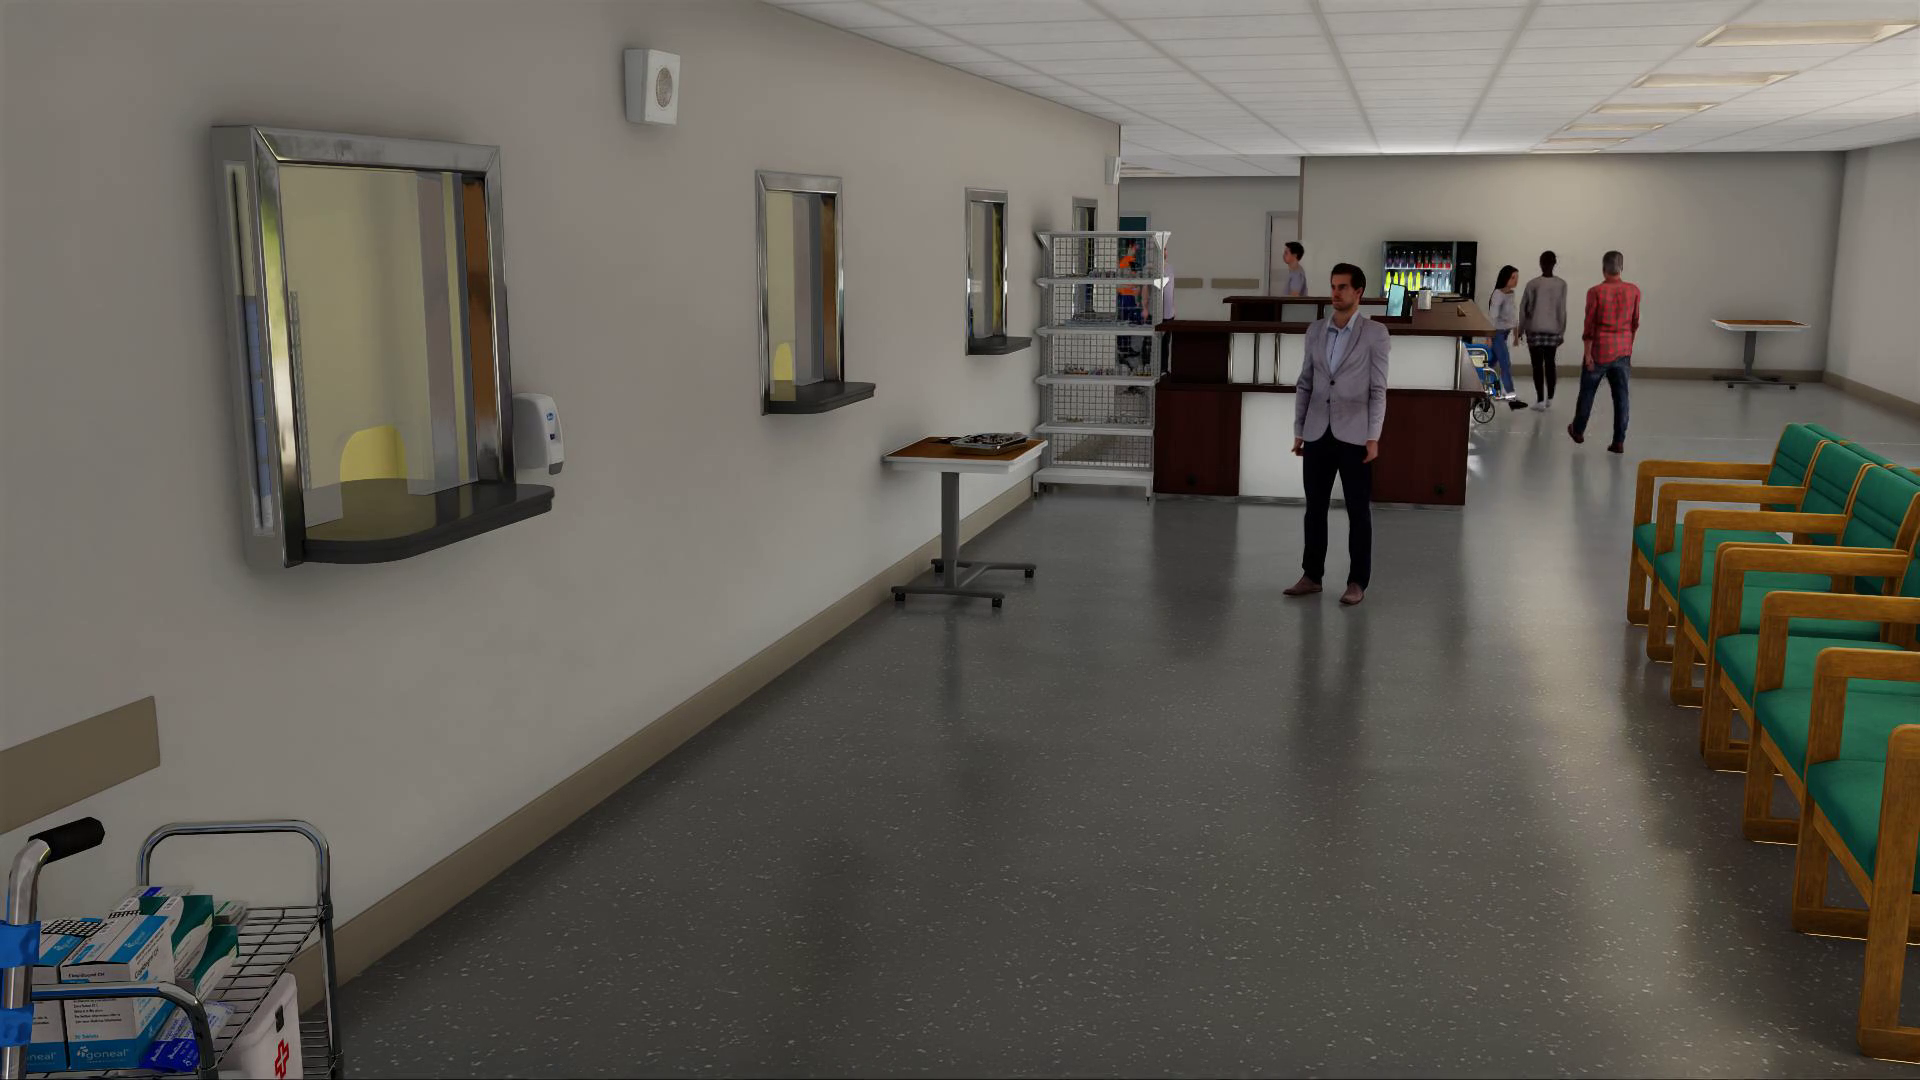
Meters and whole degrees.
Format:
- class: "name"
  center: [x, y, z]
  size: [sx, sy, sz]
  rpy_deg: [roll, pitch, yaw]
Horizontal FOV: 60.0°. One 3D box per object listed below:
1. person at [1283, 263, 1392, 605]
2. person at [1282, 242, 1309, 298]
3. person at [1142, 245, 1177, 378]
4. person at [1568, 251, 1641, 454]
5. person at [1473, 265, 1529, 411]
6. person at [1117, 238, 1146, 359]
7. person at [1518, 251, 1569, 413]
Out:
- class: "person"
  center: [2.096, -0.594, 9.171]
  size: [0.665, 1.853, 0.817]
  rpy_deg: [8, 14, 37]
- class: "person"
  center: [3.864, -2.394, 18.749]
  size: [1.246, 1.819, 0.881]
  rpy_deg: [0, 11, 0]
- class: "person"
  center: [2.679, -3.081, 22.318]
  size: [0.747, 1.838, 0.817]
  rpy_deg: [-6, 12, -27]
- class: "person"
  center: [5.862, -1.649, 14.914]
  size: [1.184, 1.784, 0.904]
  rpy_deg: [1, 11, 4]
- class: "person"
  center: [5.888, -2.217, 18.432]
  size: [1.016, 1.588, 0.892]
  rpy_deg: [7, 13, 33]
- class: "person"
  center: [2.563, -3.755, 25.779]
  size: [0.968, 1.872, 0.896]
  rpy_deg: [-4, 11, -18]
- class: "person"
  center: [6.461, -2.268, 18.374]
  size: [0.737, 1.711, 0.781]
  rpy_deg: [1, 11, 3]
